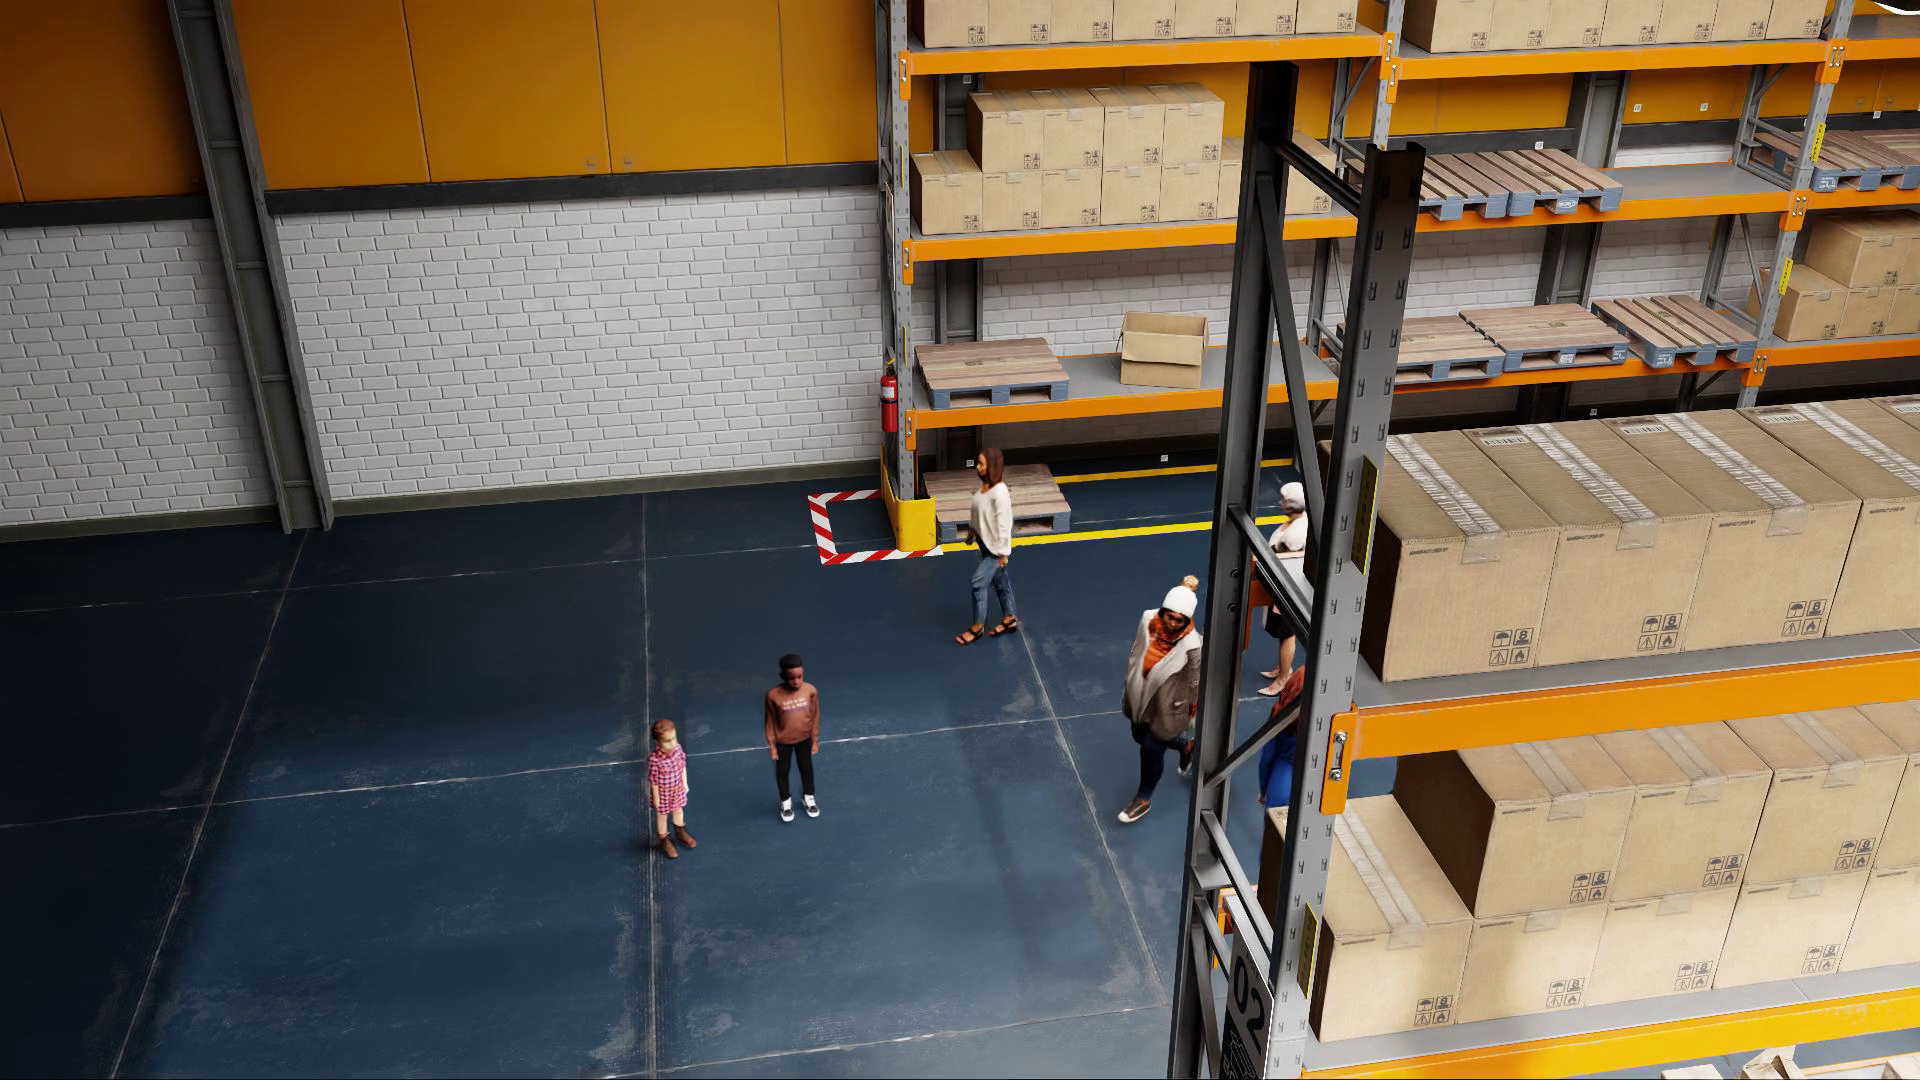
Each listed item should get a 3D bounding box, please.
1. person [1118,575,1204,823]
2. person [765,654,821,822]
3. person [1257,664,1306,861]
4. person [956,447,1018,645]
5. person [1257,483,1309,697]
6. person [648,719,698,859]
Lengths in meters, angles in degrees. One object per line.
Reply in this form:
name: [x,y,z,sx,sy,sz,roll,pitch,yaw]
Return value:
person: [1.406,1.008,11.080,1.172,1.856,1.005,-19,34,-31]
person: [-1.119,1.306,11.165,0.417,1.252,0.586,-7,29,-13]
person: [2.004,1.634,10.008,0.838,1.783,0.785,0,29,1]
person: [0.345,0.028,13.077,0.771,1.664,0.670,-7,29,-13]
person: [2.440,0.365,12.365,0.681,1.754,0.697,8,30,14]
person: [-1.903,1.596,10.874,0.478,1.021,0.553,-24,36,-36]
